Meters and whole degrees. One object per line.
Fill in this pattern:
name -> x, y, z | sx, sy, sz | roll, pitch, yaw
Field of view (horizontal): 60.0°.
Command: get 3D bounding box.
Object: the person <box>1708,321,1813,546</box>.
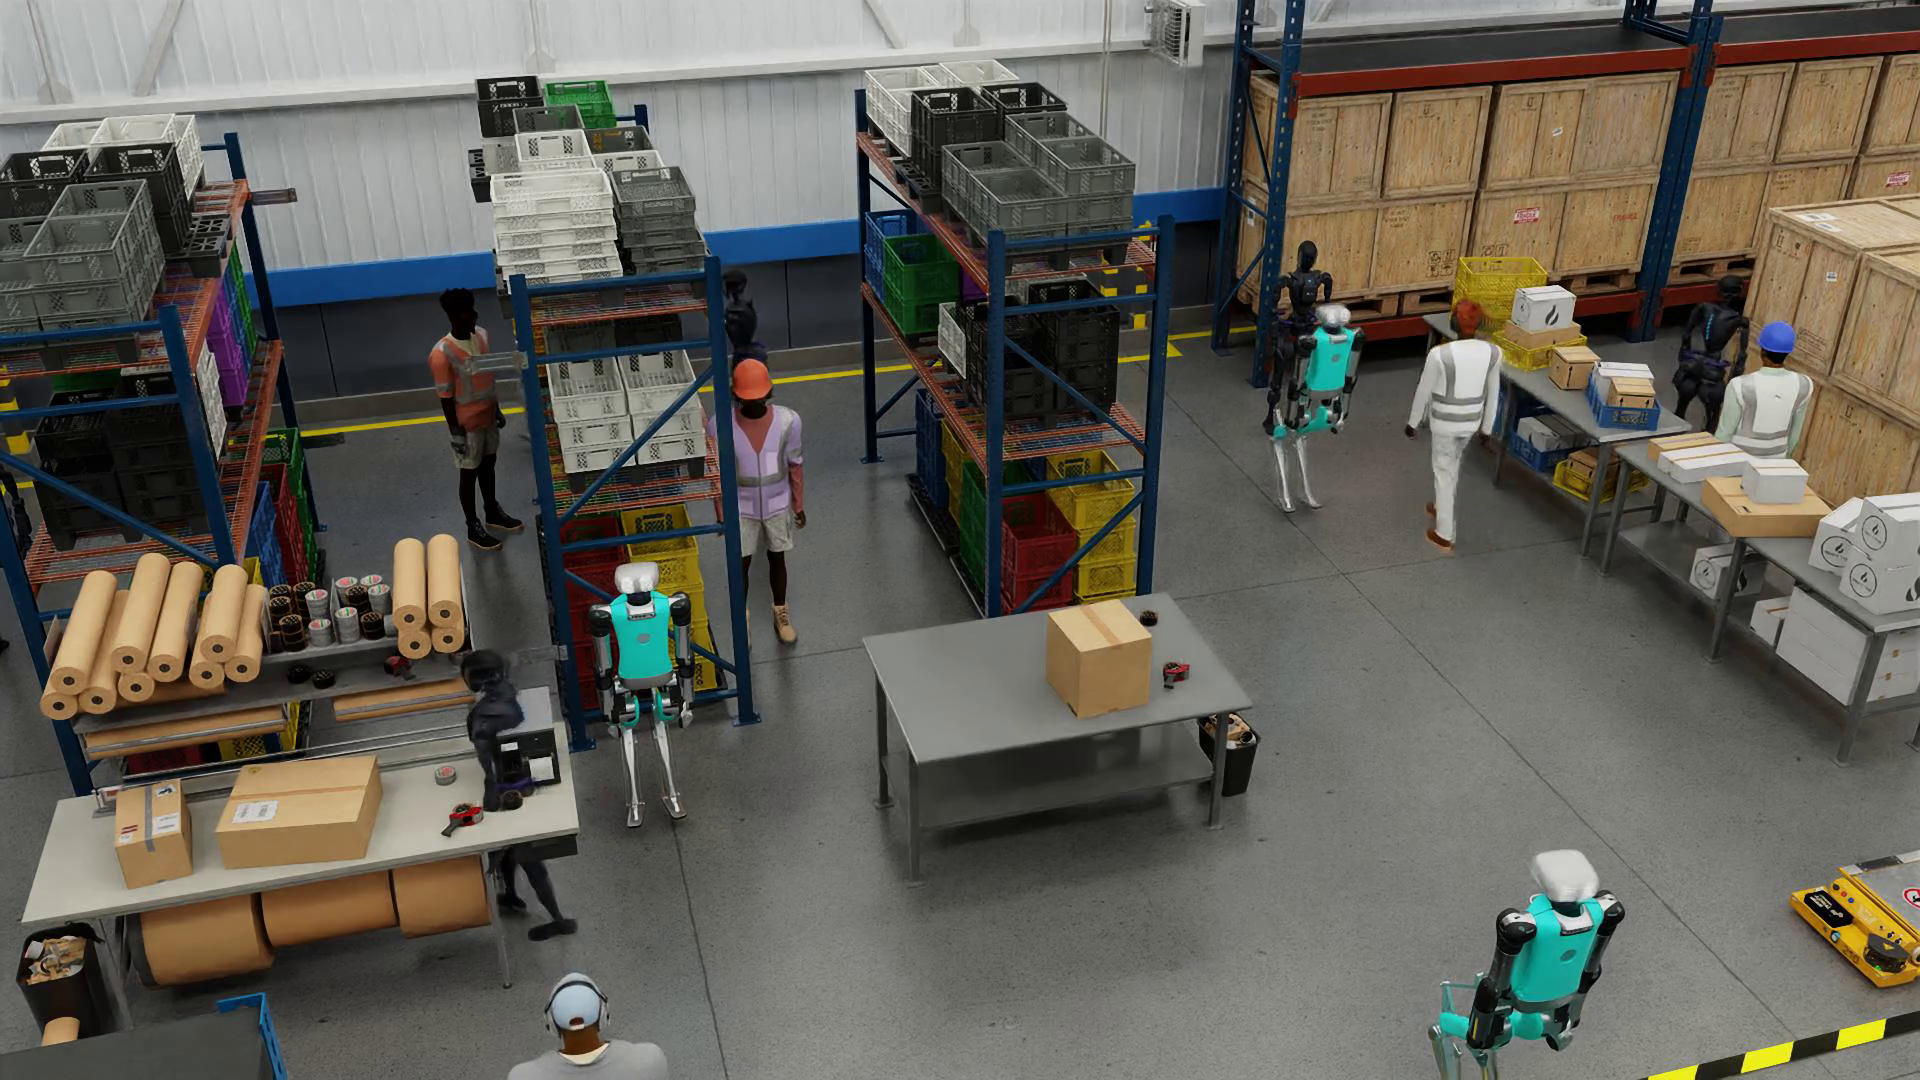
person -> 5.453, -0.578, 11.470 | 0.603, 1.948, 0.381 | -2, 29, -4

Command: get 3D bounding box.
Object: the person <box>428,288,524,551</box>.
person -> -3.506, -0.888, 12.016 | 0.368, 1.965, 0.605 | 9, 30, 15

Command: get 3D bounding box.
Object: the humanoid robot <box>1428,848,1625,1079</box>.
humanoid robot -> 2.298, 1.897, 7.051 | 0.533, 1.672, 0.735 | -8, 30, -14

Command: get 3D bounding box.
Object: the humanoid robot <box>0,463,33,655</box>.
humanoid robot -> -6.224, 0.017, 10.653 | 0.599, 1.657, 0.315 | -8, 30, -14

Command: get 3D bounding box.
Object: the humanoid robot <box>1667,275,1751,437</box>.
humanoid robot -> 5.825, -1.279, 13.020 | 0.377, 1.639, 0.587 | -18, 34, -30

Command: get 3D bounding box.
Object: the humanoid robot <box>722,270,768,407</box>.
humanoid robot -> -1.654, -1.337, 13.137 | 0.407, 1.631, 0.599 | 2, 29, 4

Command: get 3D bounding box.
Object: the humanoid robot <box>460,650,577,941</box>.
humanoid robot -> -2.271, 1.293, 8.350 | 0.553, 1.640, 0.610 | 1, 29, 2

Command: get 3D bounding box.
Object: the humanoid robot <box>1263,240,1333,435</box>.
humanoid robot -> 2.792, -1.674, 13.734 | 0.599, 1.653, 0.315 | -8, 30, -14

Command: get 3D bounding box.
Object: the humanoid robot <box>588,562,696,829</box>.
humanoid robot -> -1.729, 0.770, 9.097 | 0.533, 1.677, 0.735 | -8, 30, -14

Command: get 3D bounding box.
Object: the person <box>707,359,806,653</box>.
person -> -1.293, -0.214, 10.716 | 0.611, 2.041, 0.403 | -7, 29, -12

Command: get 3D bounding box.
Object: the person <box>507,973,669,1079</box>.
person -> -1.342, 2.345, 6.253 | 0.588, 1.851, 0.384 | -7, 30, -13

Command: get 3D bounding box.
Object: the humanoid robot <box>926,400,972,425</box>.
humanoid robot -> 0.058, -1.816, 13.943 | 0.936, 1.752, 0.560 | -13, 31, -23

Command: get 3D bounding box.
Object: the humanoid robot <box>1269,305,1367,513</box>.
humanoid robot -> 2.575, -1.003, 12.401 | 0.537, 1.719, 0.777 | -9, 30, -16

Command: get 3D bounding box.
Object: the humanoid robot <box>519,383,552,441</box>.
humanoid robot -> -3.289, -1.438, 13.319 | 1.036, 1.781, 0.530 | -1, 29, -2

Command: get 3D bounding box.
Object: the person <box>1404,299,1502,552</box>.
person -> 3.538, -0.869, 12.102 | 0.577, 1.857, 0.775 | -8, 30, -14

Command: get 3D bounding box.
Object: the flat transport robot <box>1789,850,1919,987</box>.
flat transport robot -> 5.163, 1.916, 8.676 | 1.431, 0.231, 0.659 | -8, 30, -14
